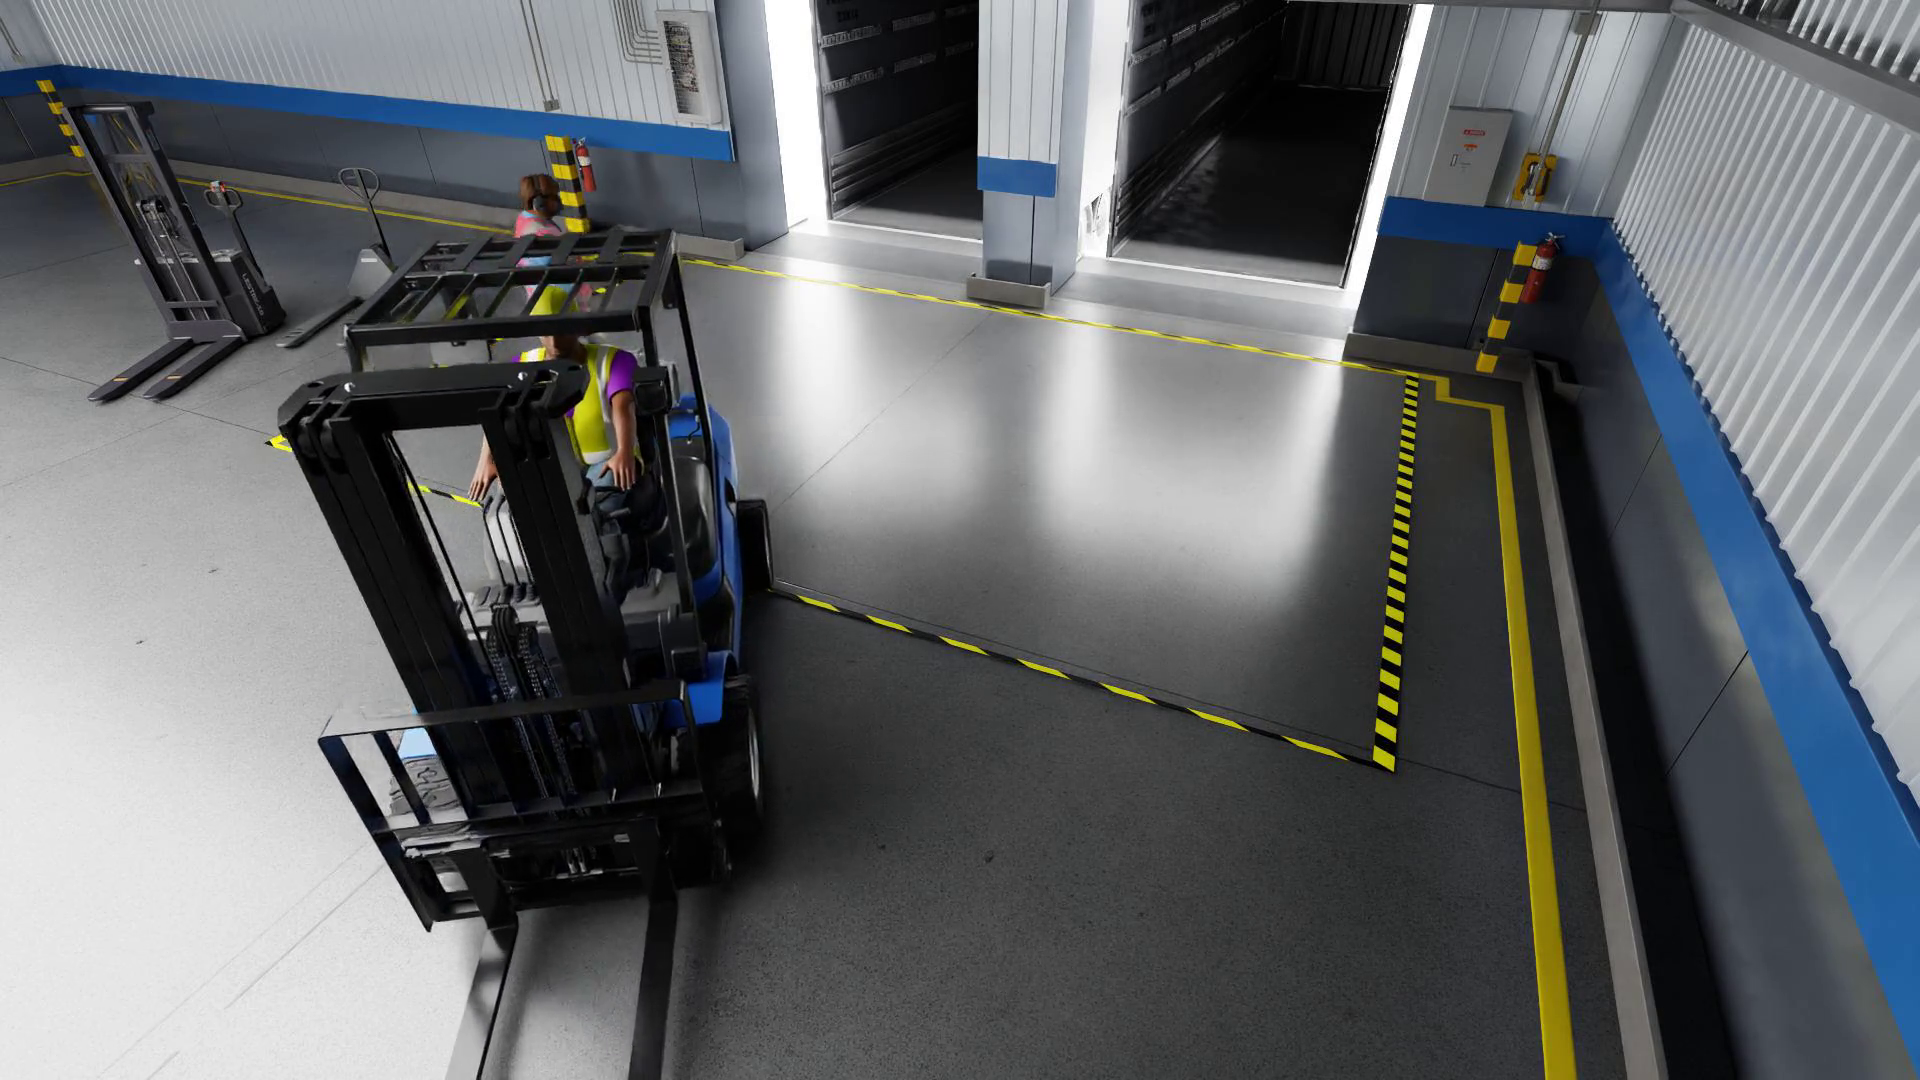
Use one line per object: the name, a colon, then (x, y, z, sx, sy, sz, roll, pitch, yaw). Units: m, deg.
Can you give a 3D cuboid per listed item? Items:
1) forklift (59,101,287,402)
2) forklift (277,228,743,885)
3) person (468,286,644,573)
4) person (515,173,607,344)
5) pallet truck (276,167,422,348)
forklift: (-6.686, -2.387, 7.434, 0.823, 1.965, 1.885, -3, 35, -5)
forklift: (-1.634, -0.175, 3.959, 1.157, 2.036, 2.680, -5, 35, -7)
person: (-1.631, -0.293, 3.803, 0.635, 1.293, 1.004, -5, 35, -7)
person: (-2.813, -1.664, 6.546, 0.452, 1.825, 0.639, -15, 38, -20)
pallet truck: (-5.732, -2.611, 8.414, 0.680, 1.201, 1.601, -1, 35, -1)
